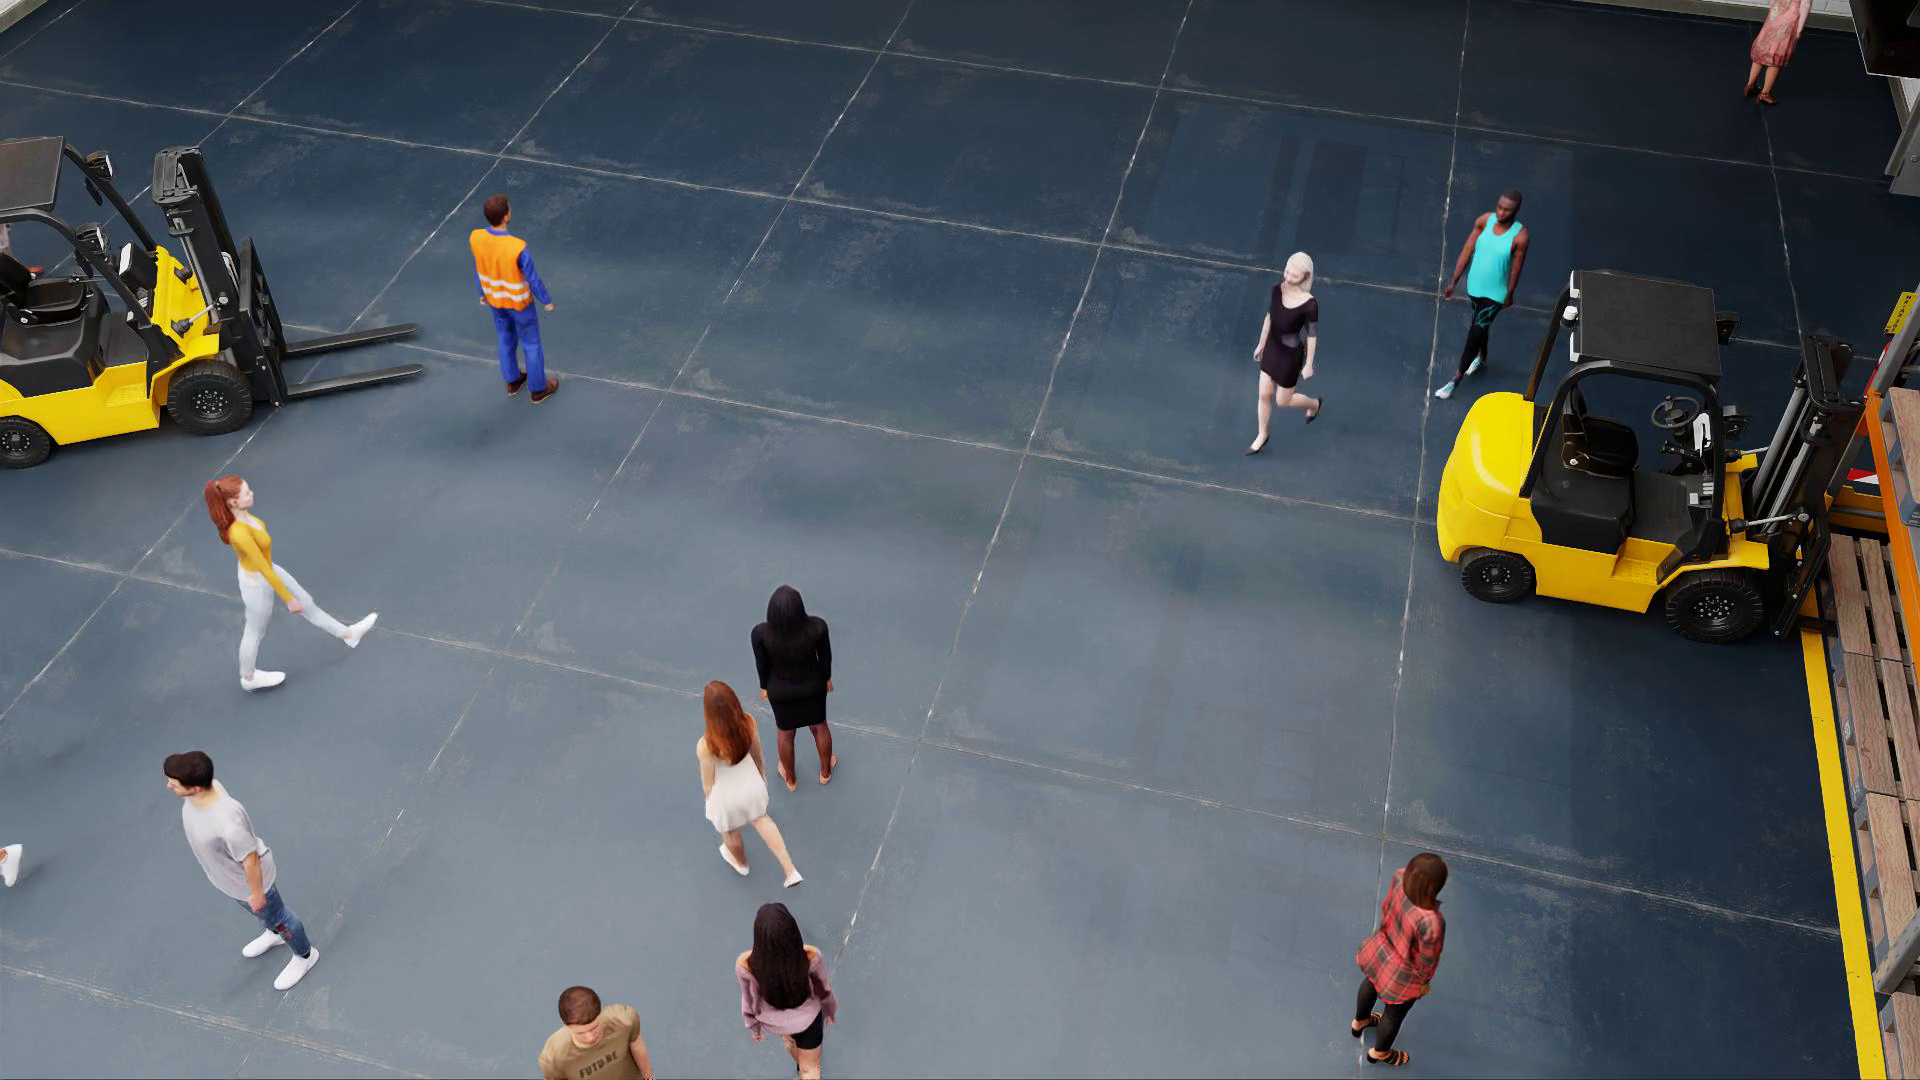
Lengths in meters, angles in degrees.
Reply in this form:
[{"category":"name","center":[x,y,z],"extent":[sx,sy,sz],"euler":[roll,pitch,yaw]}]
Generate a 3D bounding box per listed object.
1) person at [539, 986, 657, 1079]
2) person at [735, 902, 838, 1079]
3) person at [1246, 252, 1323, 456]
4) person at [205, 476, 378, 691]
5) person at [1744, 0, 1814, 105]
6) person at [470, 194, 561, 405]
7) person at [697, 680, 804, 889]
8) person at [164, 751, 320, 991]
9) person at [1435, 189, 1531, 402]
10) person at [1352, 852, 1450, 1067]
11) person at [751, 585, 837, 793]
[{"category":"person","center":[-1.724,2.706,8.105],"extent":[0.726,1.851,0.805],"euler":[-25,49,-24]},{"category":"person","center":[-0.848,2.503,8.369],"extent":[0.862,1.782,1.161],"euler":[-2,44,-2]},{"category":"person","center":[2.505,-1.409,12.452],"extent":[1.017,1.813,0.922],"euler":[-26,49,-24]},{"category":"person","center":[-4.586,0.339,10.709],"extent":[1.203,1.687,1.161],"euler":[-19,47,-19]},{"category":"person","center":[8.162,-5.145,16.457],"extent":[0.757,1.698,0.683],"euler":[-17,46,-17]},{"category":"person","center":[-3.475,-1.823,12.854],"extent":[0.749,1.859,0.674],"euler":[14,45,14]},{"category":"person","center":[-1.236,1.480,9.507],"extent":[0.943,1.692,0.928],"euler":[-29,51,-27]},{"category":"person","center":[-3.926,1.769,9.064],"extent":[0.752,1.886,0.732],"euler":[31,52,29]},{"category":"person","center":[4.224,-2.014,13.111],"extent":[1.106,1.780,0.968],"euler":[-29,50,-27]},{"category":"person","center":[2.318,2.193,8.751],"extent":[0.759,1.702,0.653],"euler":[-10,45,-10]},{"category":"person","center":[-0.993,0.890,10.107],"extent":[0.683,1.719,0.662],"euler":[-7,44,-8]}]
